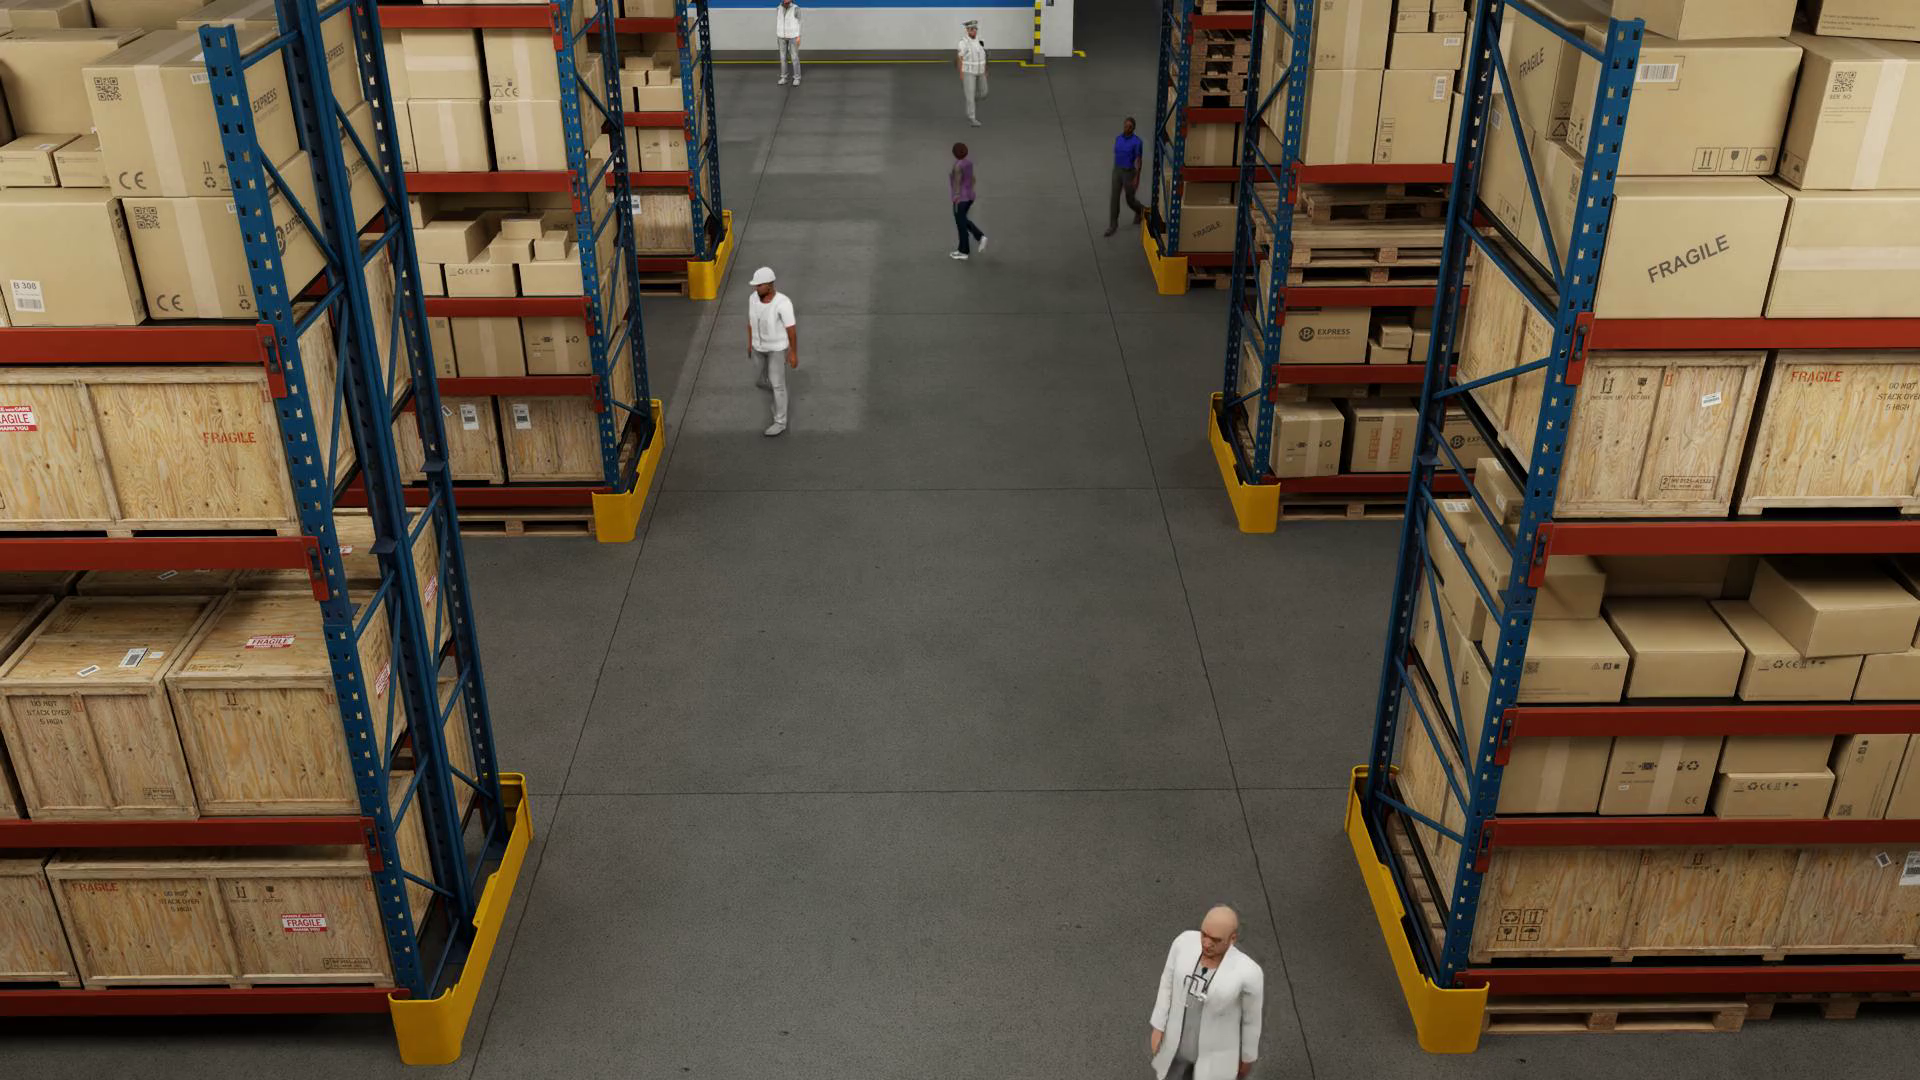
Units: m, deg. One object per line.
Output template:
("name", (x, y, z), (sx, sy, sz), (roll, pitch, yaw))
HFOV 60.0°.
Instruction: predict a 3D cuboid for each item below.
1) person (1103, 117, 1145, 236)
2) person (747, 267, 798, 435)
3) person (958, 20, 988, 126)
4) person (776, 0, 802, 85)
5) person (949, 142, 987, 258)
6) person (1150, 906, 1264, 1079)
("person", (2.375, -5.209, 23.722), (0.476, 1.640, 0.817), (18, 33, 30))
("person", (-2.000, -2.058, 17.726), (0.614, 1.761, 0.739), (18, 33, 30))
("person", (0.217, -8.214, 29.147), (0.547, 1.778, 0.647), (-19, 33, -31))
("person", (-3.287, -9.634, 31.820), (0.529, 1.773, 0.397), (8, 29, 15))
("person", (0.112, -4.612, 22.634), (0.496, 1.599, 0.428), (14, 31, 25))
("person", (1.309, 2.675, 8.912), (0.578, 1.766, 0.866), (23, 36, 36))
